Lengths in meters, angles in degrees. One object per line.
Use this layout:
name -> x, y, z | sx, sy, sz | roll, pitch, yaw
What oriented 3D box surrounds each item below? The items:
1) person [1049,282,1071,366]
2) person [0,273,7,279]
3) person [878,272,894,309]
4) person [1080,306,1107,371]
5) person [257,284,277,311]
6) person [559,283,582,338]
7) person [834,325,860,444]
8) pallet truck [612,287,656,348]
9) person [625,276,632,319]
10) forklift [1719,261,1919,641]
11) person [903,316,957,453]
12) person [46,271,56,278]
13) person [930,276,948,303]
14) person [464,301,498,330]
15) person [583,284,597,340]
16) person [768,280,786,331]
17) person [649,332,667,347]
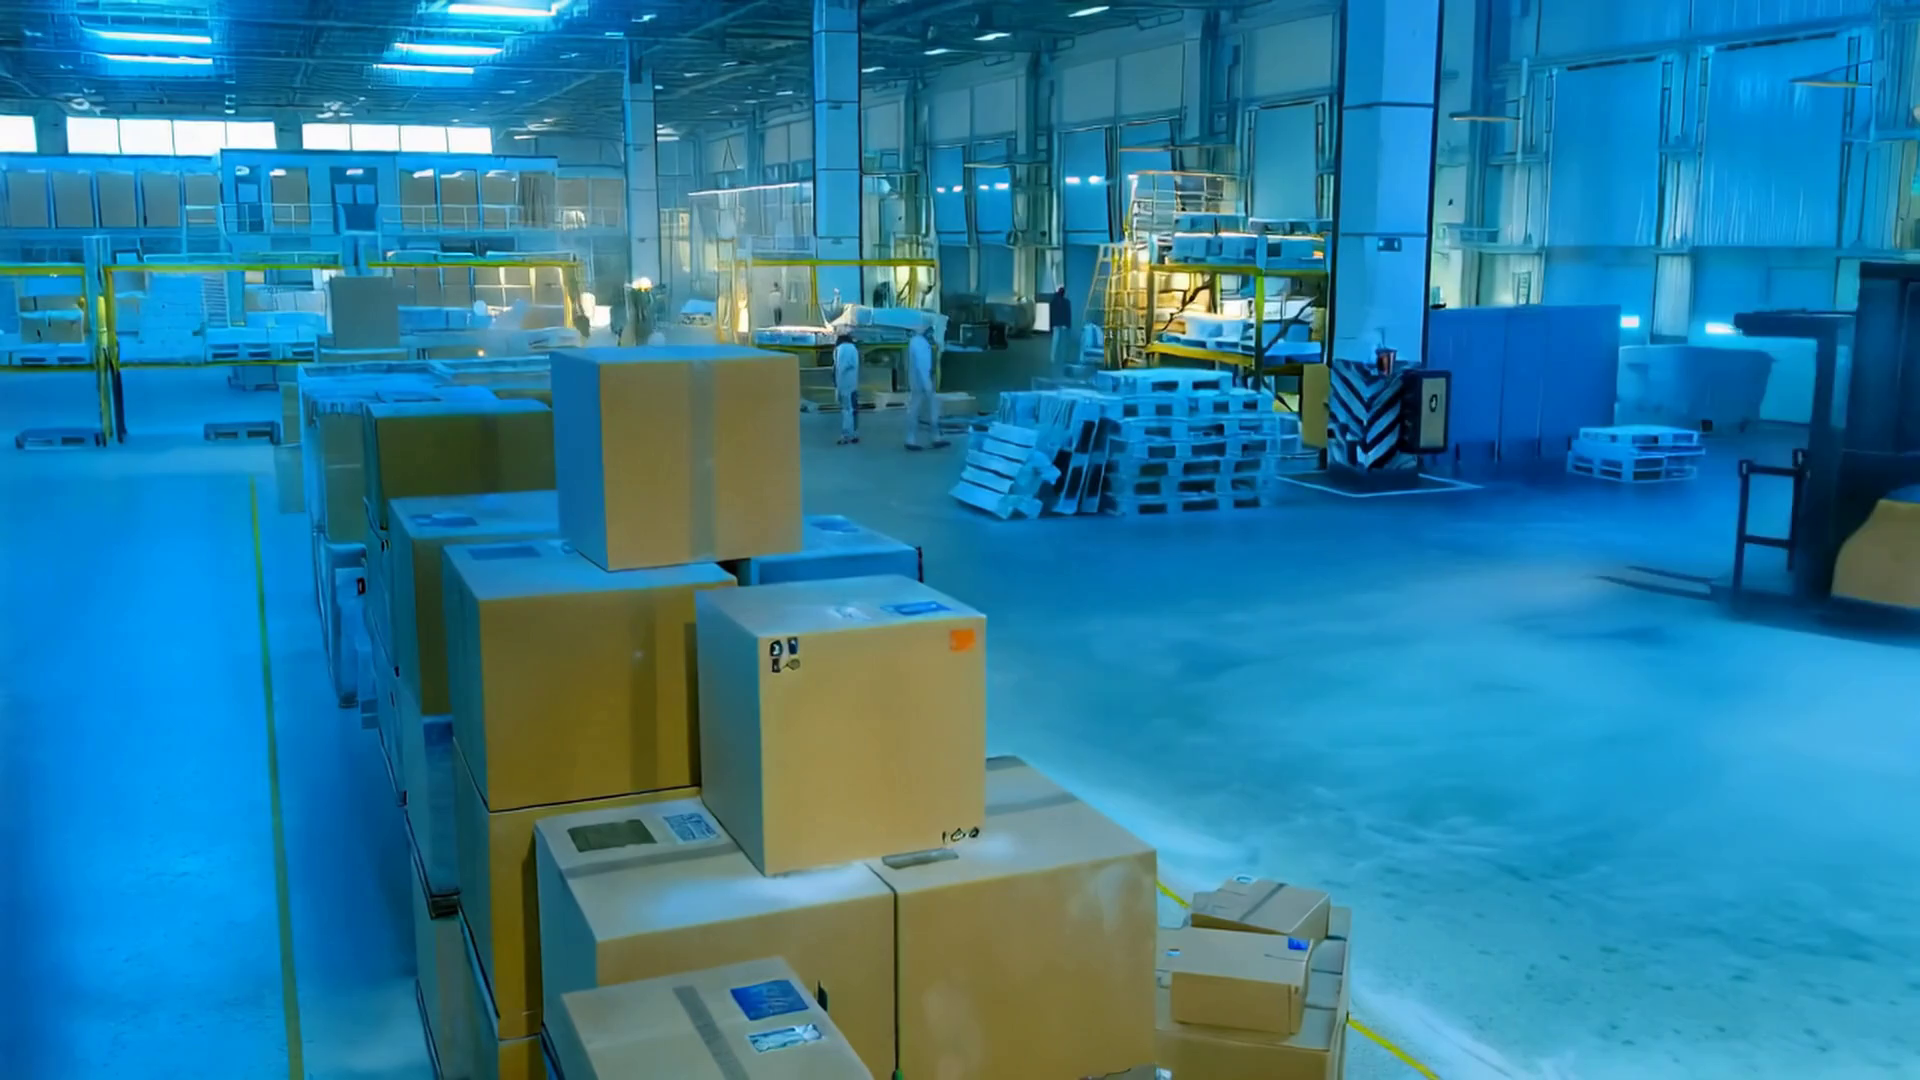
person -> 2.371, -5.107, 39.321 | 0.611, 1.985, 0.407 | -7, 12, -33
person -> -30.962, -7.689, 53.801 | 0.921, 1.901, 0.593 | 6, 12, 29
person -> -2.376, -7.740, 54.025 | 0.550, 1.916, 0.676 | -2, 10, -9
person -> 2.338, -3.004, 28.069 | 0.845, 1.850, 0.599 | 6, 12, 29
person -> -18.214, -5.830, 43.773 | 0.508, 1.818, 0.999 | -3, 11, -16
person -> -11.298, -6.634, 48.273 | 0.625, 1.796, 0.973 | 8, 13, 38
person -> -1.678, -2.276, 24.389 | 0.311, 1.735, 0.484 | 7, 12, 33
pallet truck -> -6.464, -4.406, 35.401 | 0.823, 1.965, 1.885 | 6, 12, 32
person -> -12.135, -9.142, 61.646 | 0.617, 1.943, 0.396 | 2, 10, 10
forklift -> 7.054, -0.711, 12.605 | 1.129, 2.768, 1.873 | -9, 13, -40
person -> -0.403, -2.171, 23.303 | 0.860, 1.911, 0.649 | 1, 10, 3
person -> -28.050, -7.346, 51.487 | 0.608, 2.043, 0.374 | -4, 11, -19
person -> -0.644, -6.867, 49.247 | 0.711, 1.902, 0.436 | -10, 14, -42
person -> -8.998, -3.580, 31.297 | 0.633, 1.837, 0.429 | -3, 11, -16
person -> -10.986, -6.710, 49.031 | 0.560, 1.642, 0.896 | -10, 14, -43
person -> -5.553, -7.006, 50.373 | 0.550, 1.753, 0.393 | -5, 11, -24
person -> -3.735, -1.739, 21.204 | 0.431, 1.822, 0.546 | 2, 10, 10
